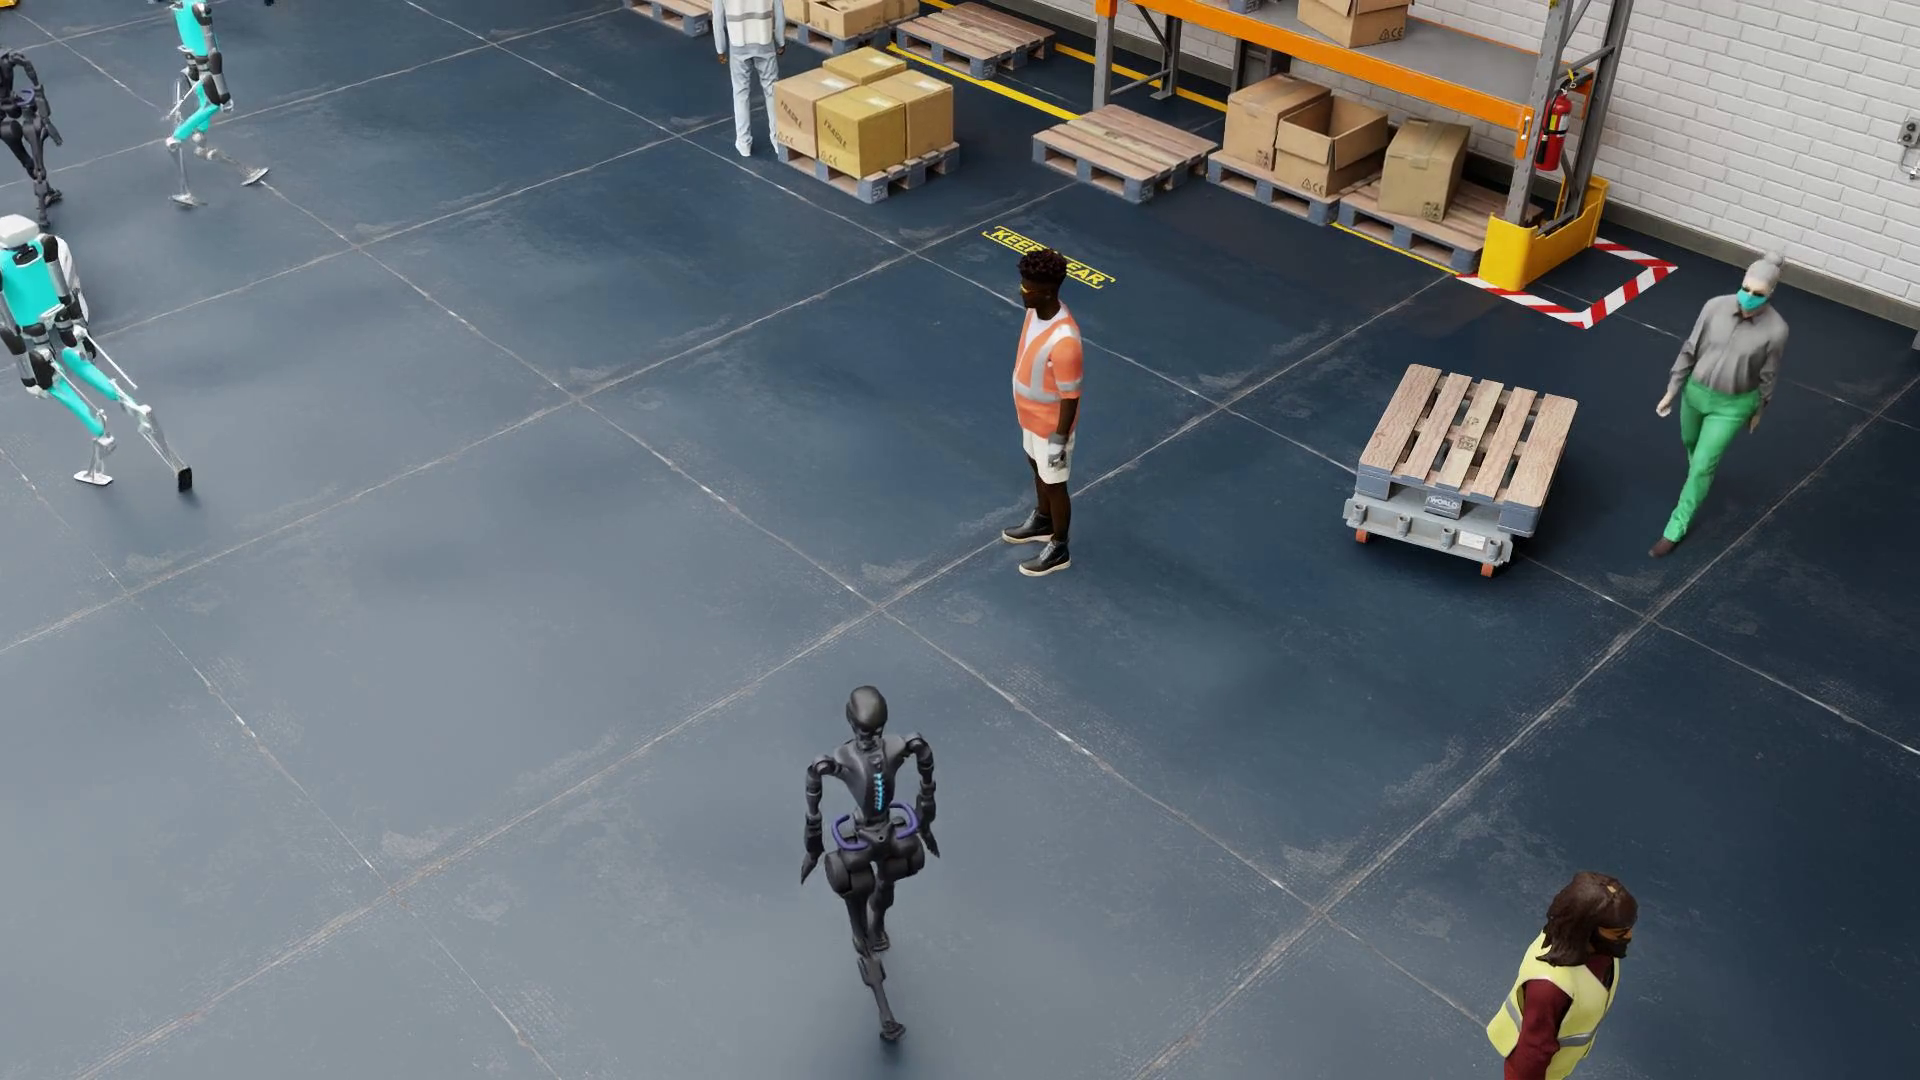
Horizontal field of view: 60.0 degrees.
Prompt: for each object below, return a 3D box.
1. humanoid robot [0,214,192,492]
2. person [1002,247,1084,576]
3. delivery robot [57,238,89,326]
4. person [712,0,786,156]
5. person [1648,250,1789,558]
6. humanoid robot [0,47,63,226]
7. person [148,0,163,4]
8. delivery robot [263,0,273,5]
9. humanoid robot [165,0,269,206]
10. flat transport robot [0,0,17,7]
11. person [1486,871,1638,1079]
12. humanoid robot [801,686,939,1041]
[{"bbox_3d":[-4.989,-0.994,9.651,0.914,1.787,0.542,11,39,15],"label":"humanoid robot"},{"bbox_3d":[0.458,-0.689,9.039,0.361,1.963,0.611,-9,38,-11],"label":"person"},{"bbox_3d":[-6.441,-1.793,11.681,0.499,0.608,0.784,-12,39,-15],"label":"delivery robot"},{"bbox_3d":[-1.707,-4.065,13.558,0.591,1.911,0.391,-8,38,-10],"label":"person"},{"bbox_3d":[4.298,-0.843,9.384,0.948,1.801,0.507,-30,47,-34],"label":"person"},{"bbox_3d":[-7.174,-3.195,12.615,0.588,1.622,0.738,-4,37,-6],"label":"humanoid robot"},{"bbox_3d":[-8.274,-6.550,16.791,0.702,1.983,1.044,-3,37,-4],"label":"person"},{"bbox_3d":[-7.006,-5.835,17.032,0.499,0.607,0.801,-24,43,-28],"label":"delivery robot"},{"bbox_3d":[-6.050,-3.451,12.922,0.532,1.795,0.989,31,47,34],"label":"humanoid robot"},{"bbox_3d":[-10.331,-5.543,16.872,1.431,0.231,0.659,-10,38,-12],"label":"flat transport robot"},{"bbox_3d":[2.067,1.810,5.894,0.378,1.769,0.469,26,44,30],"label":"person"},{"bbox_3d":[-0.335,1.279,6.728,0.589,1.648,0.793,-13,39,-17],"label":"humanoid robot"}]
